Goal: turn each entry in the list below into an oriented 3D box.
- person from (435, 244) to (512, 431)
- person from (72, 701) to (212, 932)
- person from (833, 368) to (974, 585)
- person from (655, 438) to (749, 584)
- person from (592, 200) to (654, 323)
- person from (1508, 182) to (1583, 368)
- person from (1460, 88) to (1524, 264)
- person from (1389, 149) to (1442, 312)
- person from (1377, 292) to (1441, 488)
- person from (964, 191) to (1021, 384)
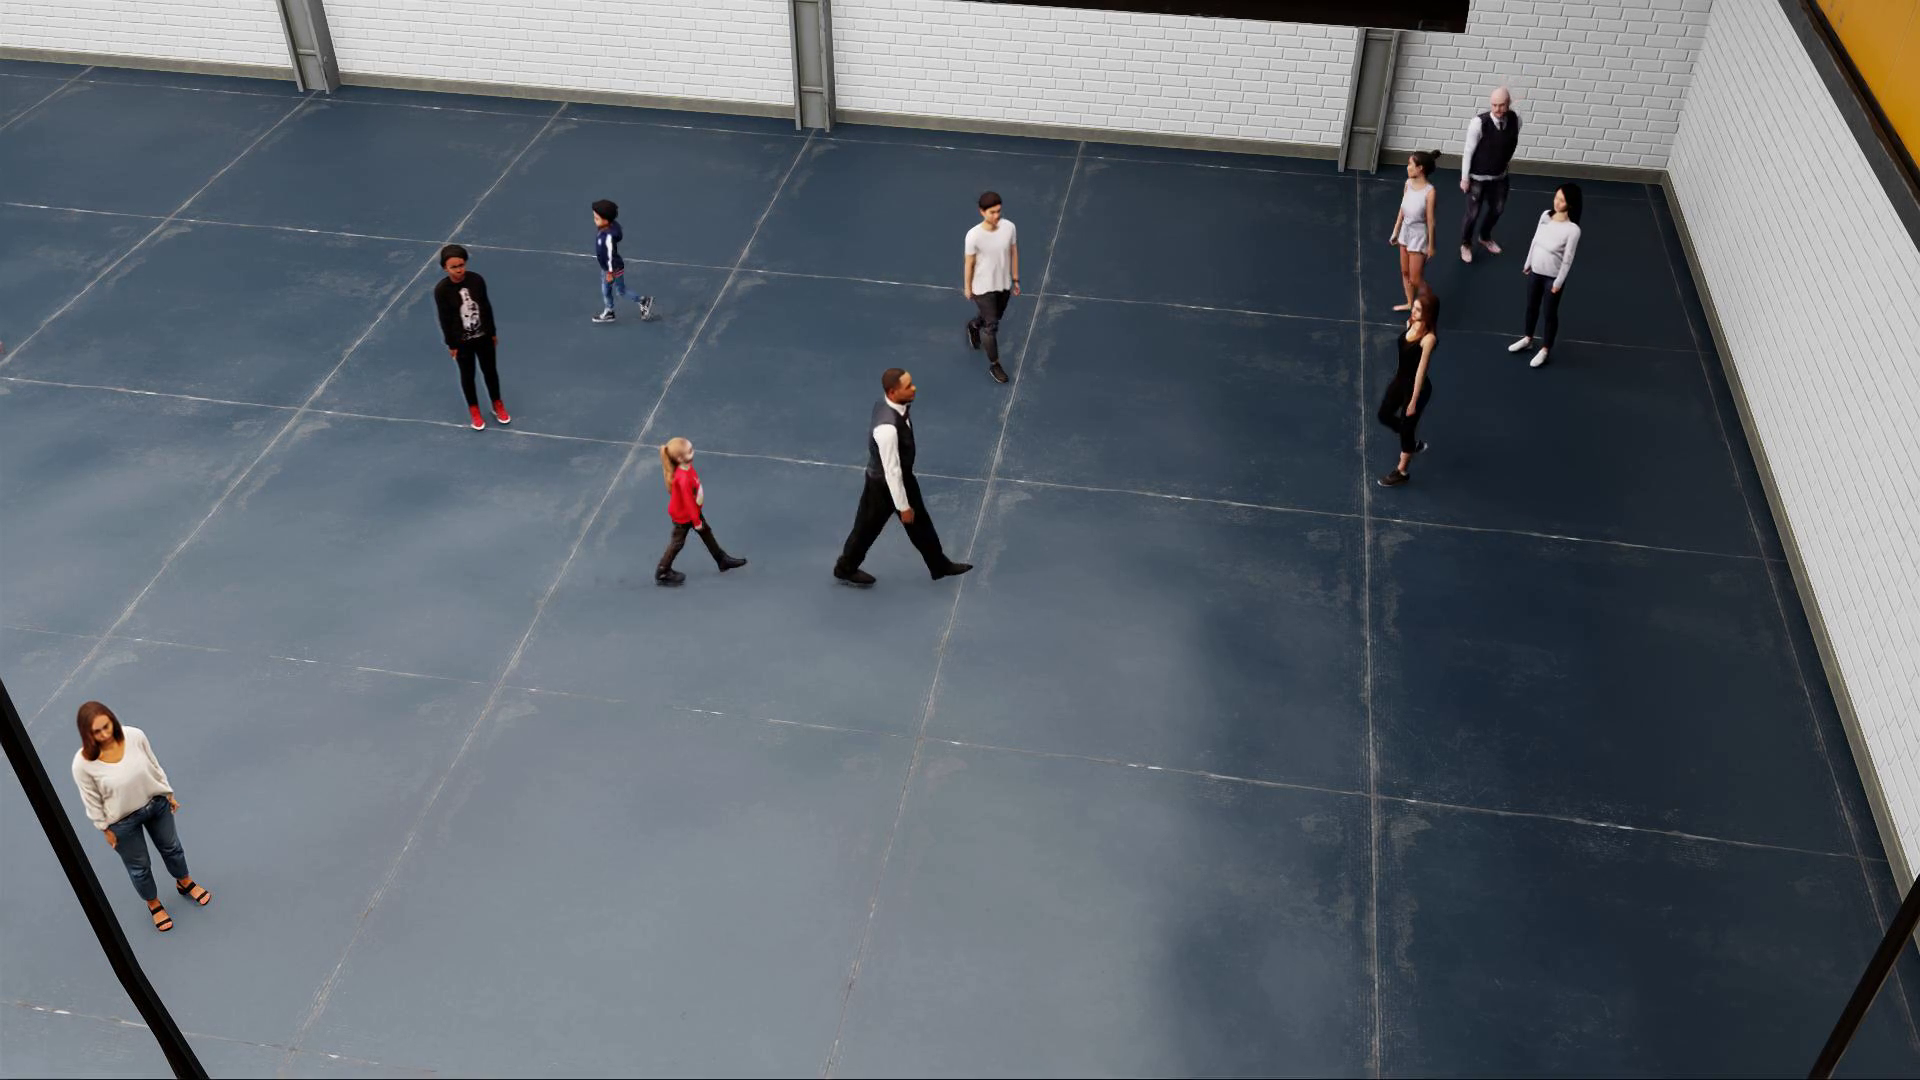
[{"bbox_3d":[-4.016,-1.684,13.661,0.656,1.676,0.722,-22,44,-25],"label":"person"},{"bbox_3d":[-4.761,1.557,9.597,0.697,1.683,0.695,26,46,29],"label":"person"},{"bbox_3d":[-0.601,-0.399,11.904,1.265,1.861,0.736,5,39,6],"label":"person"},{"bbox_3d":[-2.051,-0.187,12.127,0.976,1.251,0.688,-5,39,-6],"label":"person"},{"bbox_3d":[-3.106,-2.505,15.069,0.869,1.202,0.727,-11,40,-13],"label":"person"},{"bbox_3d":[5.124,-2.318,14.438,0.737,1.697,0.700,-19,42,-22],"label":"person"},{"bbox_3d":[5.013,-3.475,15.815,0.776,1.787,0.942,-17,42,-20],"label":"person"},{"bbox_3d":[4.169,-2.752,15.049,0.790,1.613,0.789,-21,43,-24],"label":"person"},{"bbox_3d":[3.606,-1.182,13.002,0.814,1.714,0.733,-11,40,-13],"label":"person"},{"bbox_3d":[0.248,-2.257,14.364,1.077,1.695,1.083,-19,43,-23],"label":"person"}]
